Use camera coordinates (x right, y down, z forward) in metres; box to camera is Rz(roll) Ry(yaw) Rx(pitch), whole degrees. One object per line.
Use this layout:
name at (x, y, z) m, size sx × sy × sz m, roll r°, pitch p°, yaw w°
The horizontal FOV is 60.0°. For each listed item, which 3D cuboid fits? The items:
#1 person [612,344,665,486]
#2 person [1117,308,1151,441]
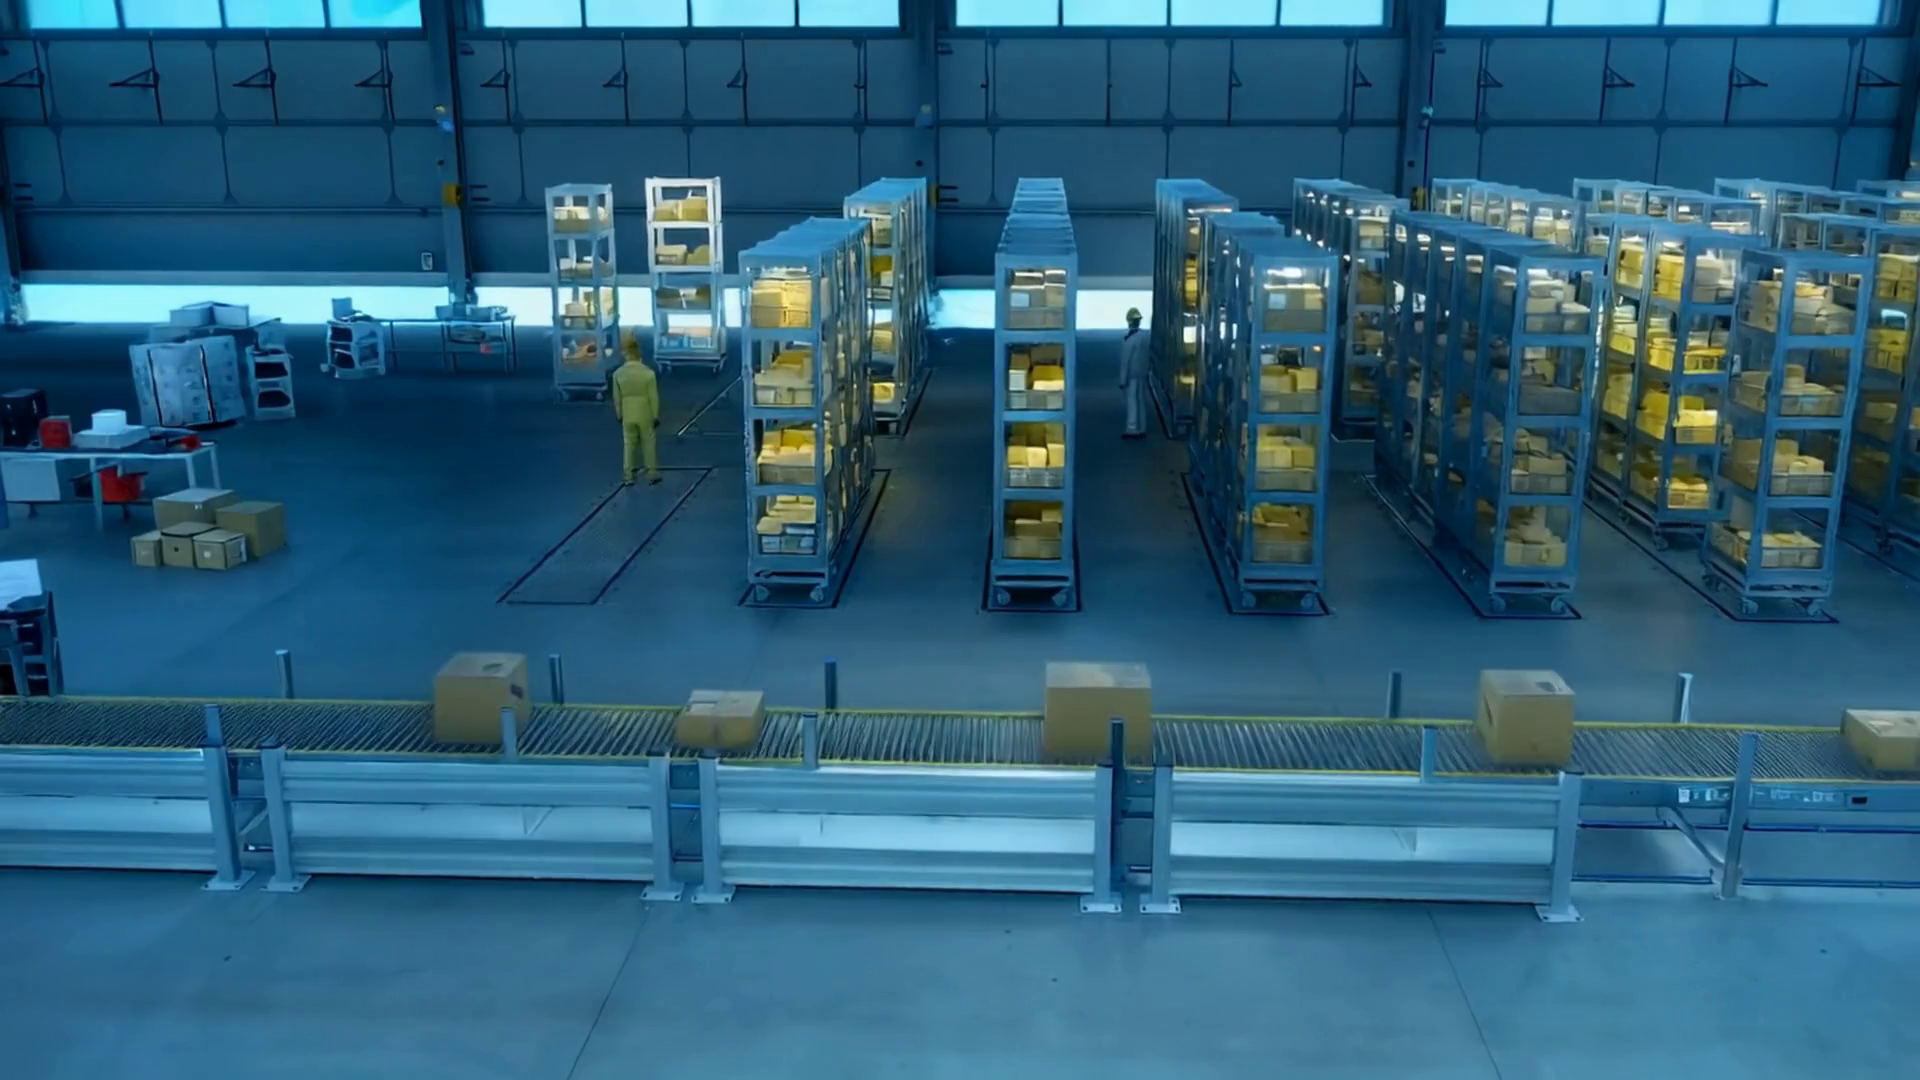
person at (-4.280, -1.654, 22.129) m, size 0.673 × 1.909 × 0.560 m, roll 4°, pitch 16°, yaw 14°
person at (2.610, -2.481, 24.964) m, size 0.378 × 1.996 × 0.611 m, roll 12°, pitch 19°, yaw 38°
